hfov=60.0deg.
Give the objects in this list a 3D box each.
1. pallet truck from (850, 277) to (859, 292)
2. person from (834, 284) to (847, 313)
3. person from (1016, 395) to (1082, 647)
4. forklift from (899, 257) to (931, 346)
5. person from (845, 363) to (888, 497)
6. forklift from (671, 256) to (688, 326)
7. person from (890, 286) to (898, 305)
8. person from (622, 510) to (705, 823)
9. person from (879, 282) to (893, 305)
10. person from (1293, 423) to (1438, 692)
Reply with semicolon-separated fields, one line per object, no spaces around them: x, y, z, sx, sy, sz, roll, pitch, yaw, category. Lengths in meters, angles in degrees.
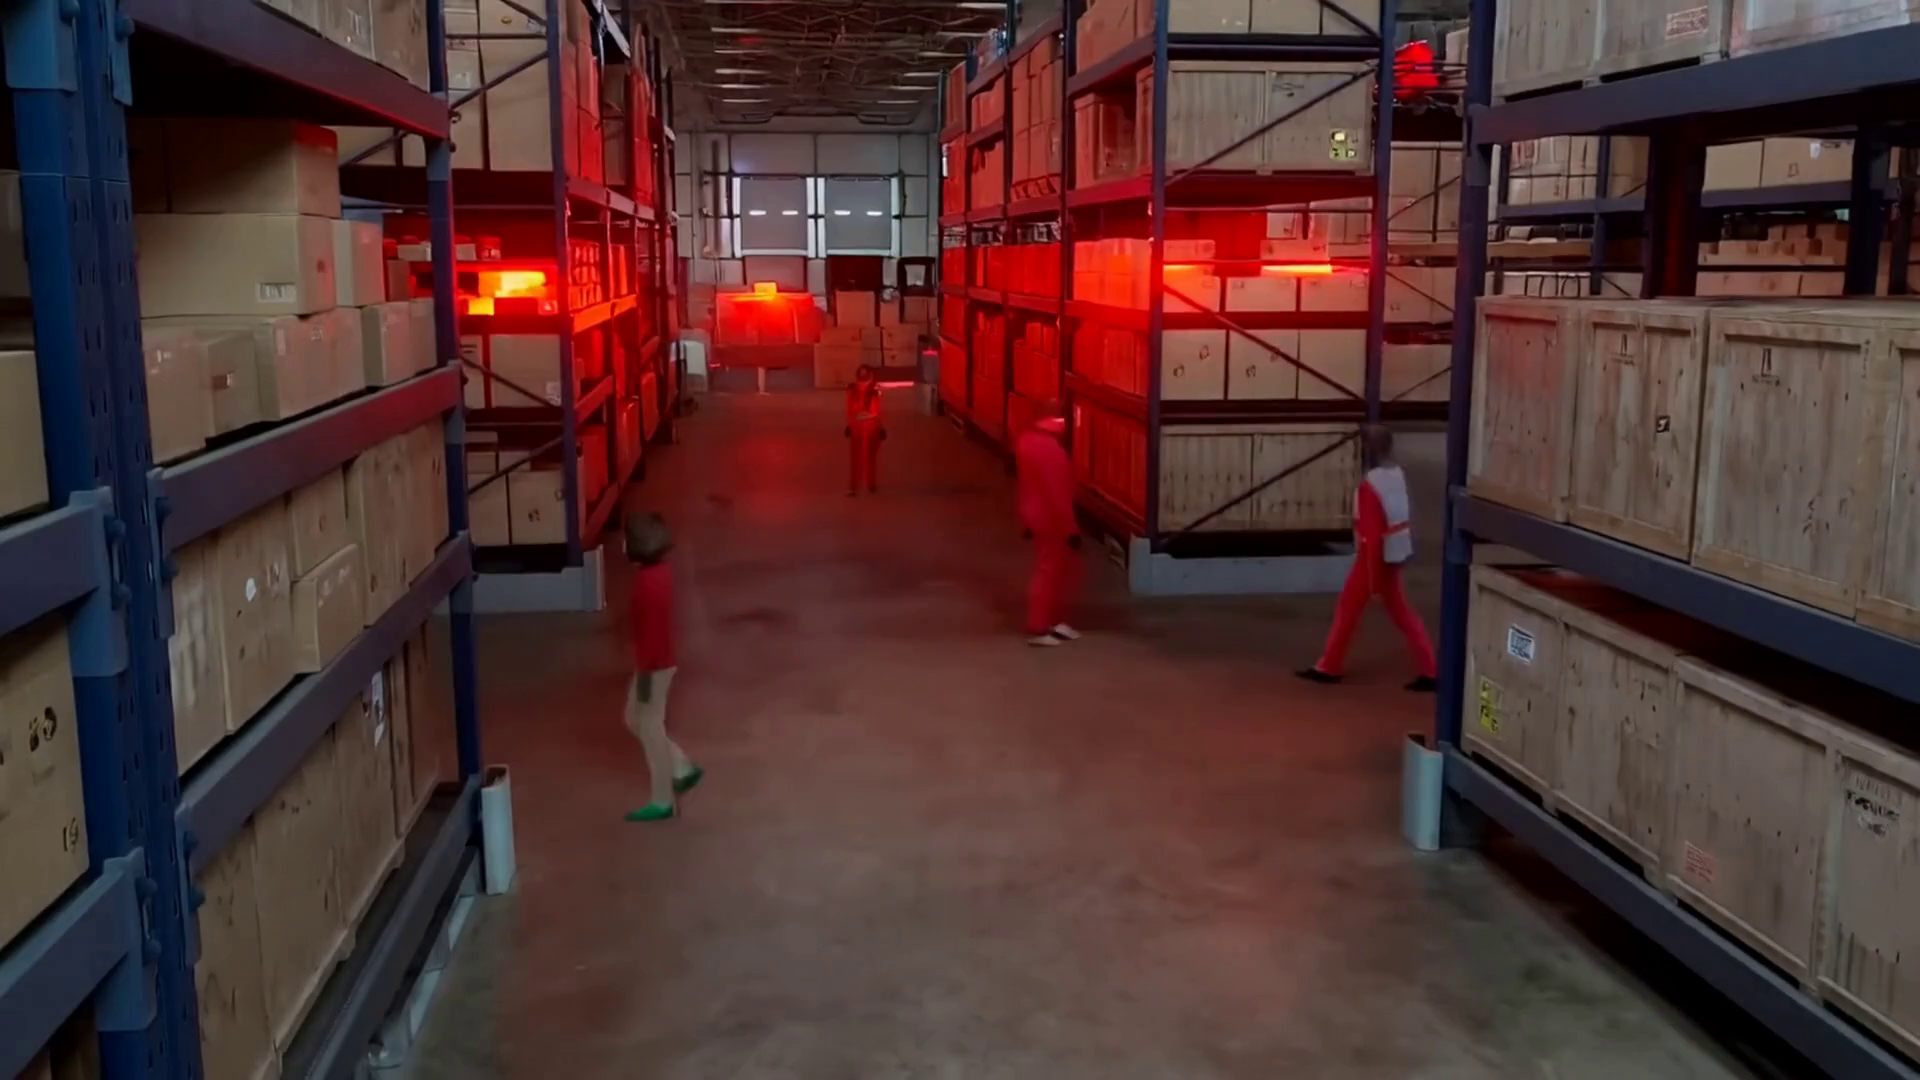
-3.782;-9.391;65.808;1.885;1.965;0.823;2;10;10;pallet truck
-3.903;-7.548;55.327;0.640;1.920;0.833;-4;10;-20;person
0.758;-0.141;12.287;0.628;1.874;0.674;-3;10;-18;person
-1.335;-7.260;50.832;1.129;2.768;1.873;-2;10;-10;forklift
-1.128;-1.306;19.888;0.537;1.594;0.834;1;10;6;person
-10.150;-8.825;59.945;1.873;2.768;1.129;4;11;24;forklift
-2.697;-9.717;68.807;0.522;1.613;0.719;9;13;42;person
-1.573;0.645;8.467;0.364;1.617;0.518;-1;10;-7;person
-2.829;-8.895;63.283;0.465;1.866;0.585;-8;13;-40;person
2.782;0.121;11.035;1.007;1.795;0.581;7;12;33;person
